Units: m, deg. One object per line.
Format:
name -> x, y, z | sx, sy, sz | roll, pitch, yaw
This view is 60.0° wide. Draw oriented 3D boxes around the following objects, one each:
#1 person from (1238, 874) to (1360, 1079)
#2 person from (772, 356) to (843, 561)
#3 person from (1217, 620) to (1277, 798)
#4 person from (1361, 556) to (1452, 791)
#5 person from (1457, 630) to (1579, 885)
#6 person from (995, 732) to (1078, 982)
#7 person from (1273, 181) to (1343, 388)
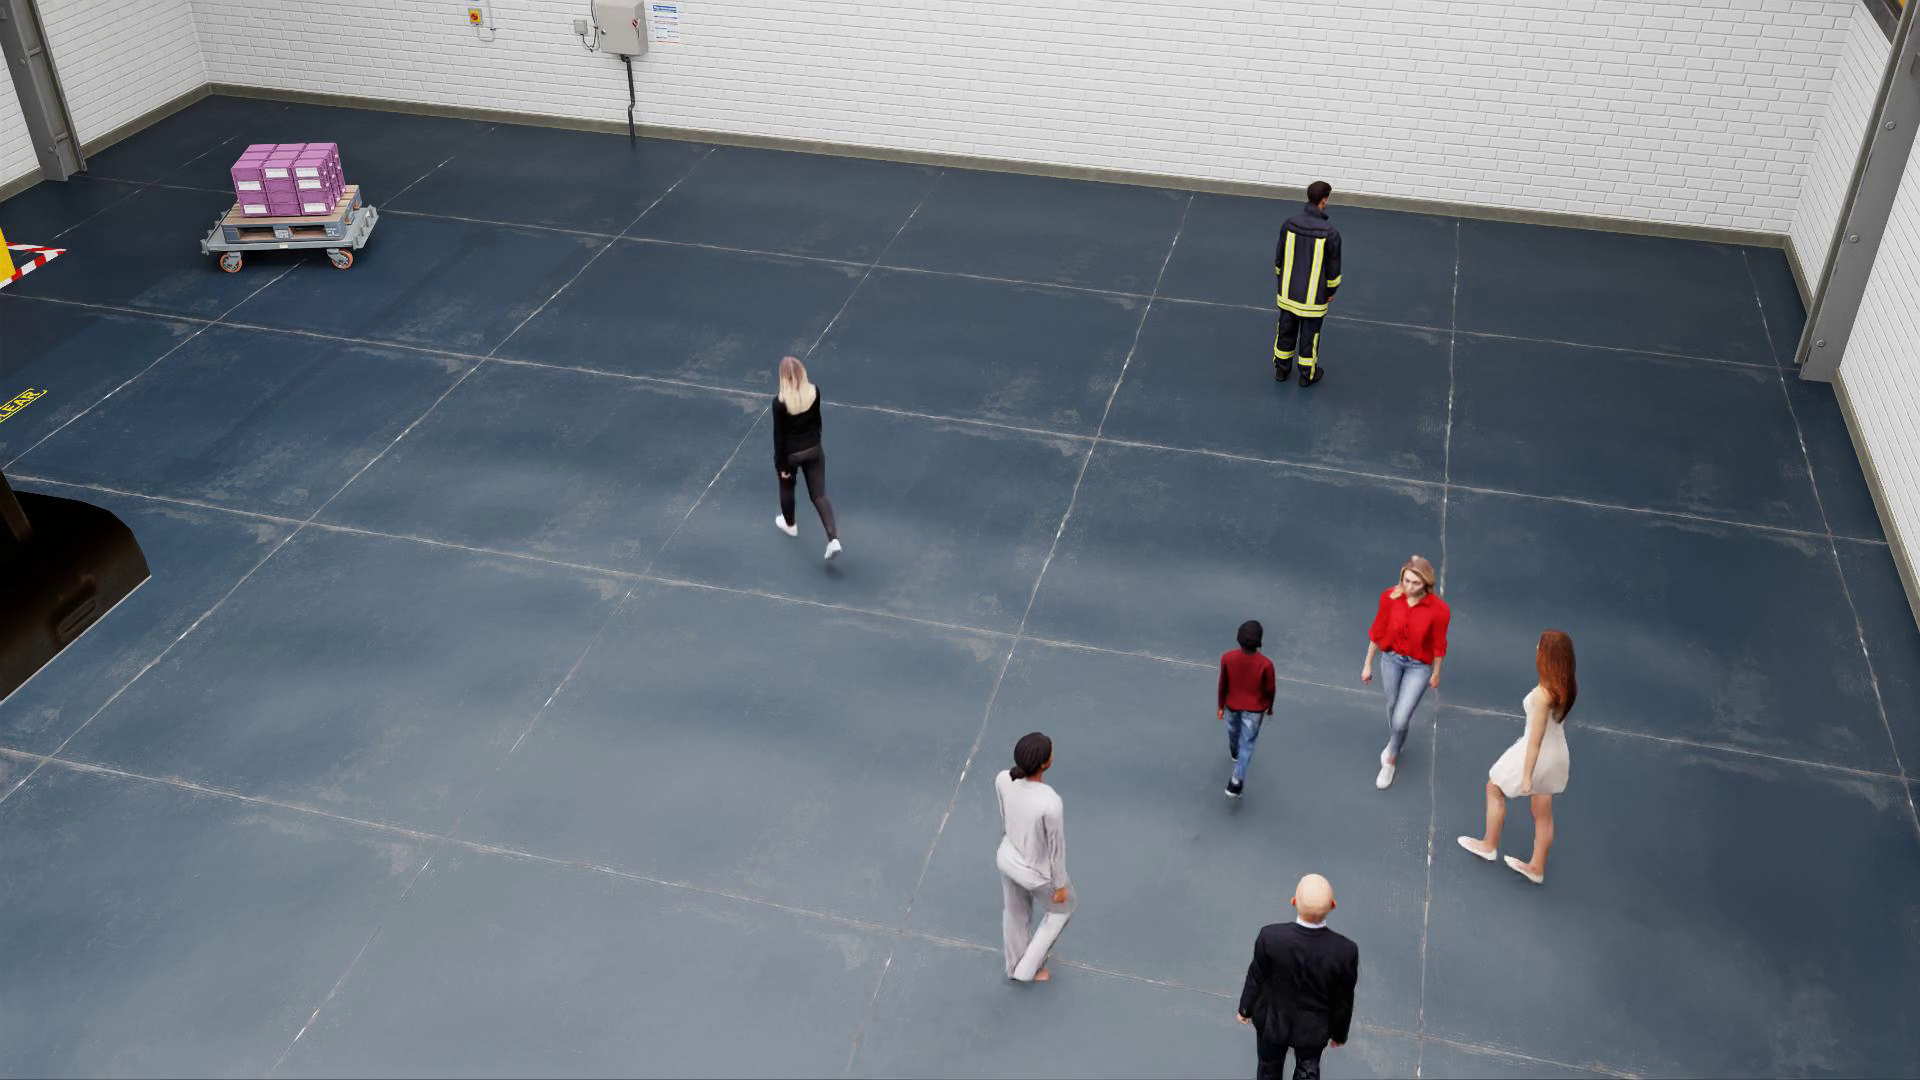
person -> 1.625, 2.392, 8.102 | 0.729, 1.787, 0.822 | 5, 34, 7
person -> -1.171, -0.600, 12.723 | 1.085, 1.655, 1.147 | -18, 37, -24
person -> 1.803, 1.076, 10.576 | 0.597, 1.240, 0.915 | 14, 36, 20
person -> 2.878, 0.766, 10.644 | 0.763, 1.682, 0.844 | 20, 38, 27
person -> 3.489, 1.335, 9.788 | 0.829, 1.681, 0.868 | -26, 41, -33
person -> 0.335, 1.800, 9.046 | 0.812, 1.727, 0.787 | -28, 43, -35
person -> 3.124, -2.314, 15.061 | 0.866, 1.920, 0.812 | 21, 39, 28
